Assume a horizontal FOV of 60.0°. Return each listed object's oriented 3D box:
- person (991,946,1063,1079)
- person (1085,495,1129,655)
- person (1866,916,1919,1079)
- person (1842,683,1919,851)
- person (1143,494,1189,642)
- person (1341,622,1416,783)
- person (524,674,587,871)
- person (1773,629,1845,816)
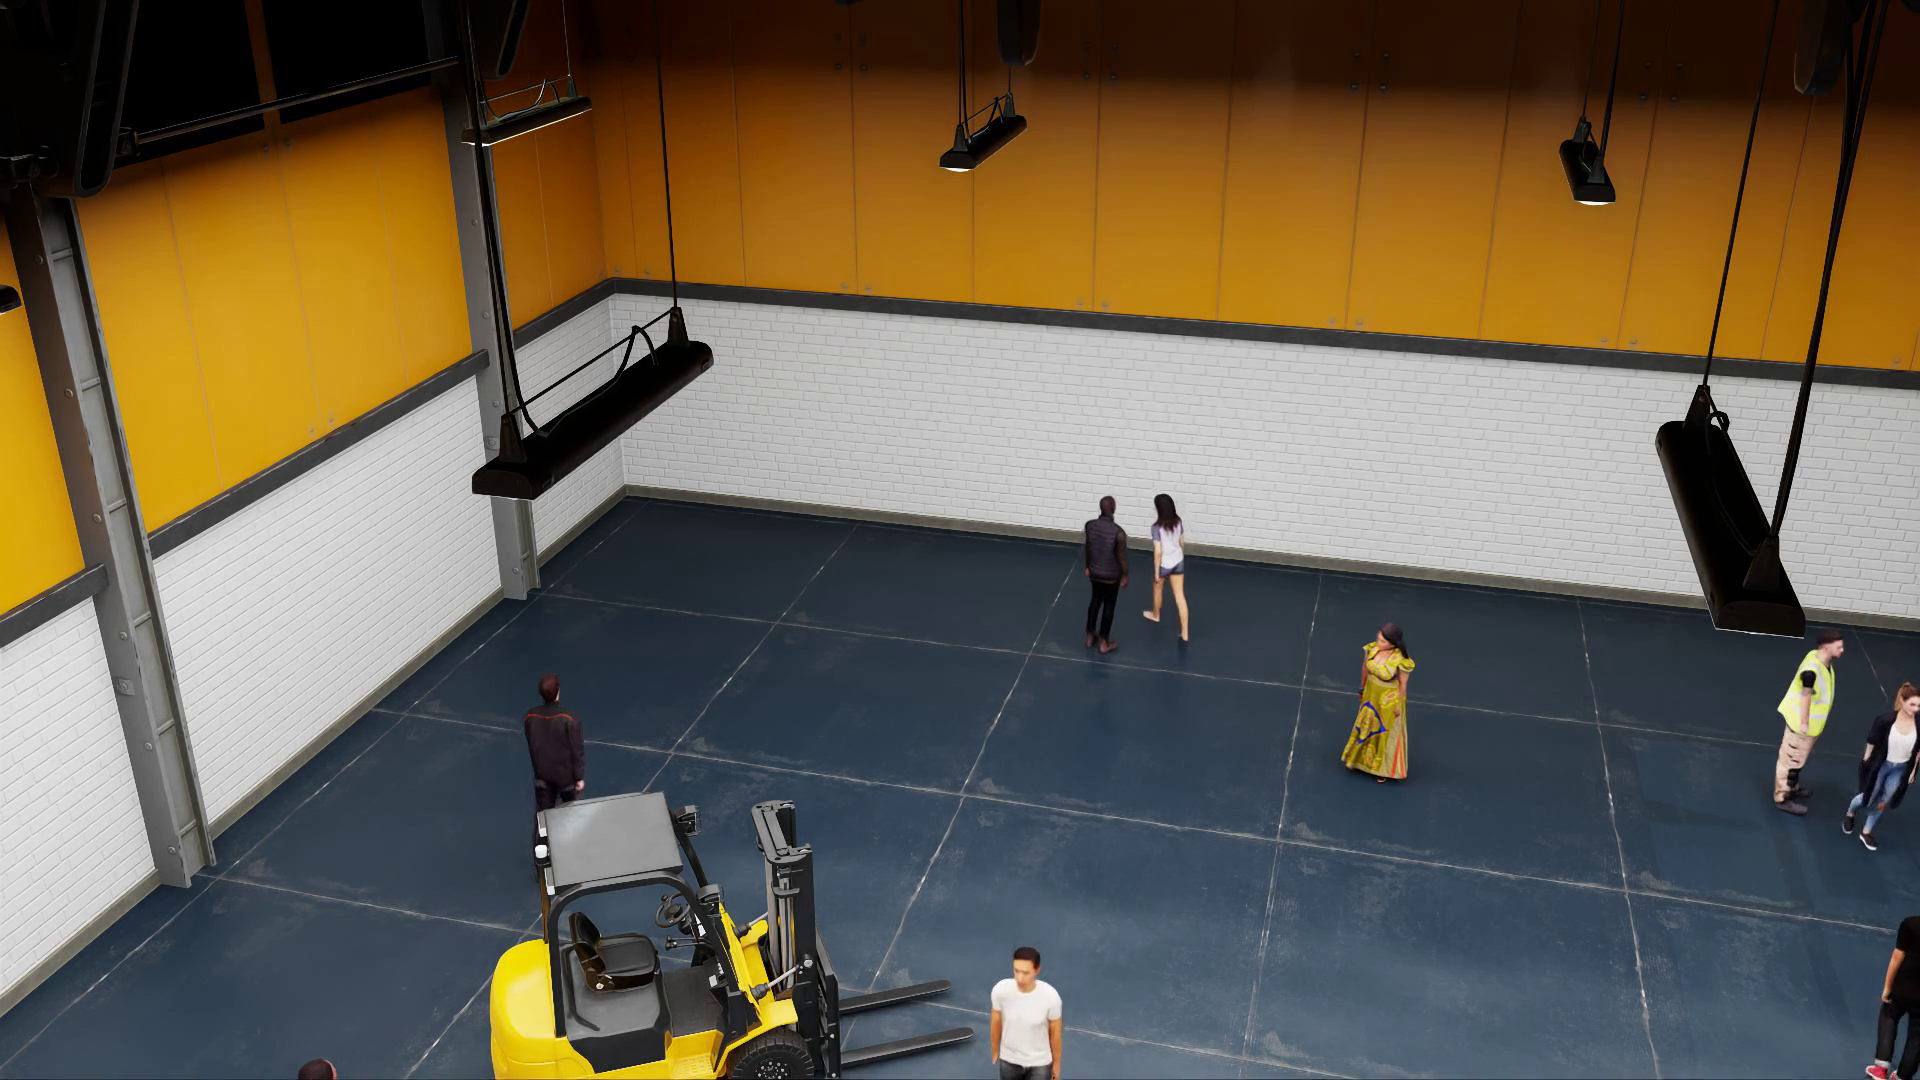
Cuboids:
[{"bbox_3d":[0.473,3.454,11.303,0.681,1.788,0.798,4,24,8],"label":"person"},{"bbox_3d":[1.591,0.374,18.292,0.782,1.835,0.757,19,30,37],"label":"person"},{"bbox_3d":[6.825,3.249,11.821,0.671,1.749,0.668,11,26,24],"label":"person"},{"bbox_3d":[8.247,1.986,14.817,0.637,1.664,0.710,6,24,14],"label":"person"},{"bbox_3d":[2.366,0.341,18.561,1.136,1.678,1.214,-11,26,-24],"label":"person"},{"bbox_3d":[4.048,1.514,15.905,1.011,1.658,1.001,-21,31,-40],"label":"person"},{"bbox_3d":[-3.537,2.093,14.422,0.820,1.783,1.225,4,24,9],"label":"person"},{"bbox_3d":[7.833,1.641,15.381,0.864,1.844,0.753,15,28,31],"label":"person"}]
